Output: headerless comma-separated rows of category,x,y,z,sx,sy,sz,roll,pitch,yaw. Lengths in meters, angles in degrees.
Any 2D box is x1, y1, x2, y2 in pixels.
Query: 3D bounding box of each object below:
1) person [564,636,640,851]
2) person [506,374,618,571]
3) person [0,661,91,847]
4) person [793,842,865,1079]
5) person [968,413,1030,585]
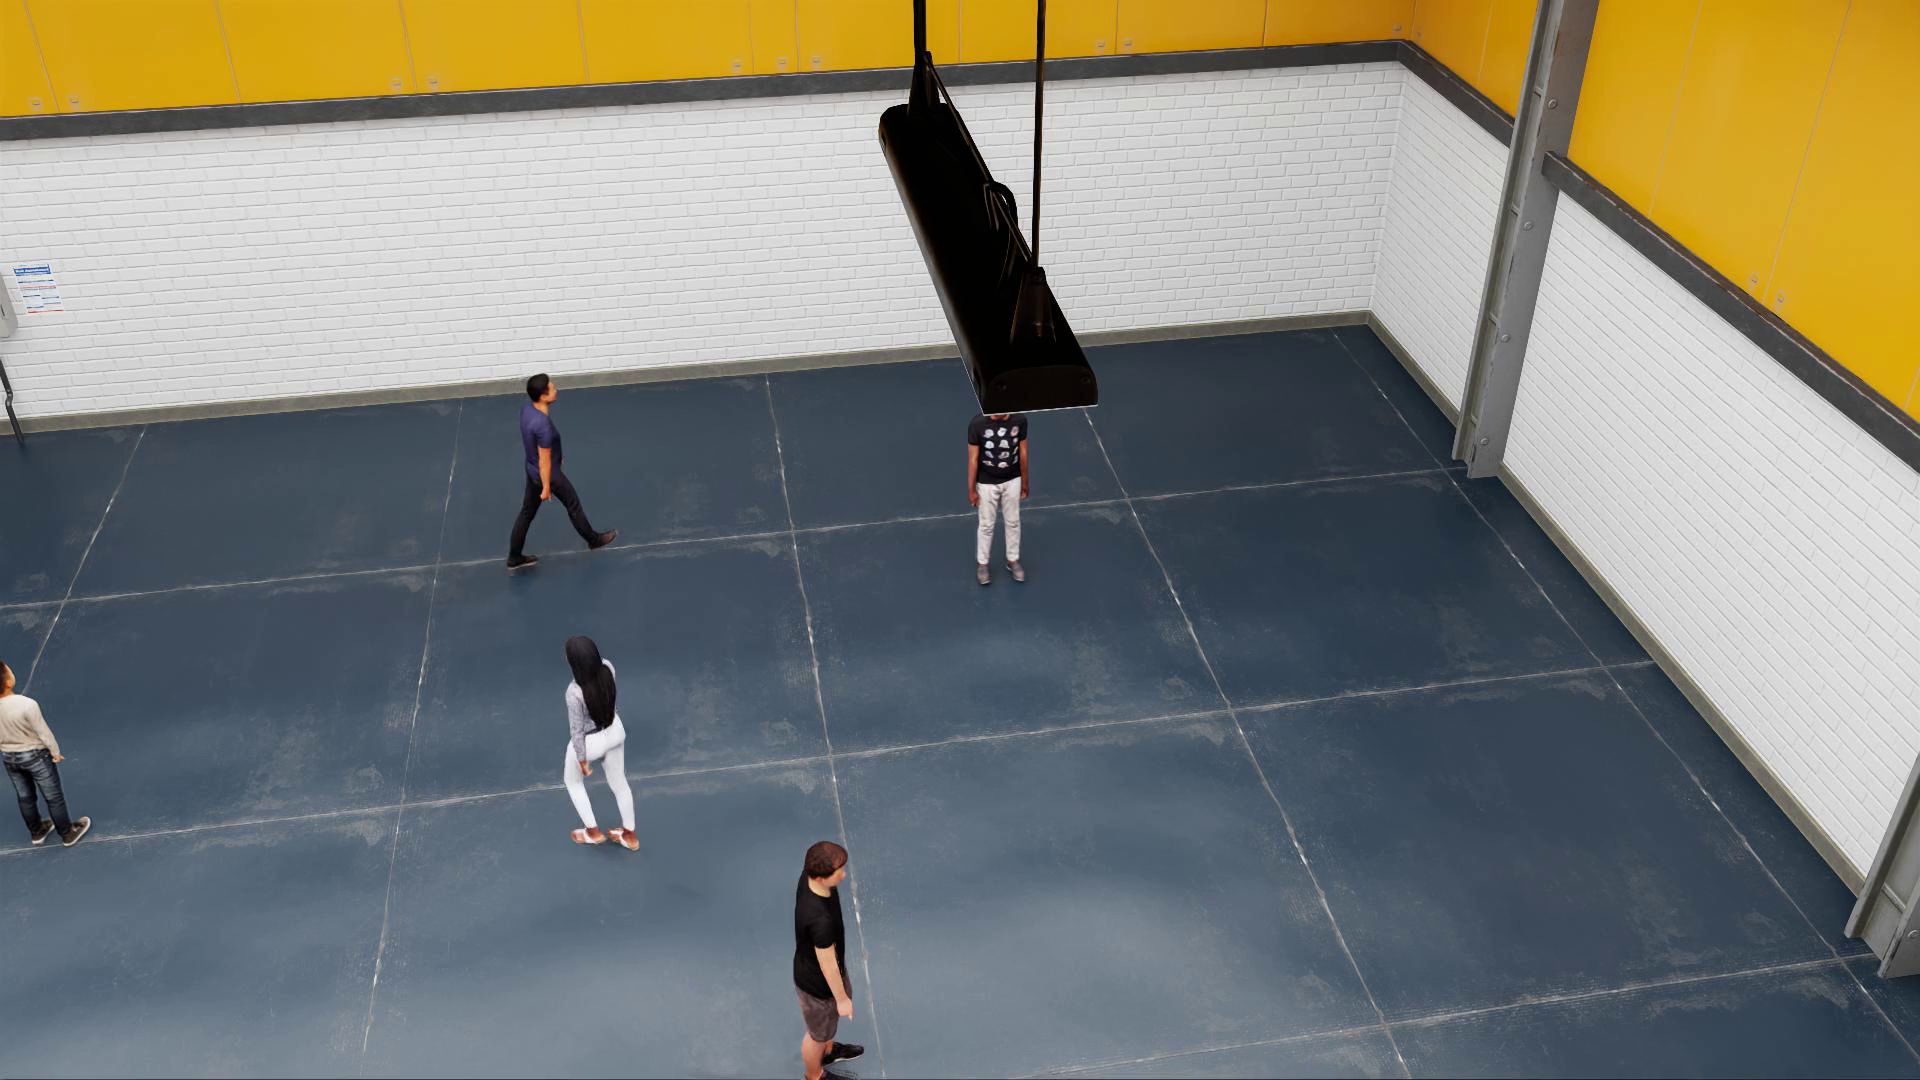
person,-2.269,1.350,10.754,0.839,1.711,0.780,23,40,31
person,-3.469,-0.511,13.528,1.043,1.738,1.208,-21,39,-28
person,-6.125,1.408,10.892,0.575,1.460,0.555,1,34,2
person,-0.829,2.352,9.122,0.778,1.849,0.555,-2,34,-4
person,0.310,-0.482,13.428,0.658,1.802,0.606,-7,34,-10
